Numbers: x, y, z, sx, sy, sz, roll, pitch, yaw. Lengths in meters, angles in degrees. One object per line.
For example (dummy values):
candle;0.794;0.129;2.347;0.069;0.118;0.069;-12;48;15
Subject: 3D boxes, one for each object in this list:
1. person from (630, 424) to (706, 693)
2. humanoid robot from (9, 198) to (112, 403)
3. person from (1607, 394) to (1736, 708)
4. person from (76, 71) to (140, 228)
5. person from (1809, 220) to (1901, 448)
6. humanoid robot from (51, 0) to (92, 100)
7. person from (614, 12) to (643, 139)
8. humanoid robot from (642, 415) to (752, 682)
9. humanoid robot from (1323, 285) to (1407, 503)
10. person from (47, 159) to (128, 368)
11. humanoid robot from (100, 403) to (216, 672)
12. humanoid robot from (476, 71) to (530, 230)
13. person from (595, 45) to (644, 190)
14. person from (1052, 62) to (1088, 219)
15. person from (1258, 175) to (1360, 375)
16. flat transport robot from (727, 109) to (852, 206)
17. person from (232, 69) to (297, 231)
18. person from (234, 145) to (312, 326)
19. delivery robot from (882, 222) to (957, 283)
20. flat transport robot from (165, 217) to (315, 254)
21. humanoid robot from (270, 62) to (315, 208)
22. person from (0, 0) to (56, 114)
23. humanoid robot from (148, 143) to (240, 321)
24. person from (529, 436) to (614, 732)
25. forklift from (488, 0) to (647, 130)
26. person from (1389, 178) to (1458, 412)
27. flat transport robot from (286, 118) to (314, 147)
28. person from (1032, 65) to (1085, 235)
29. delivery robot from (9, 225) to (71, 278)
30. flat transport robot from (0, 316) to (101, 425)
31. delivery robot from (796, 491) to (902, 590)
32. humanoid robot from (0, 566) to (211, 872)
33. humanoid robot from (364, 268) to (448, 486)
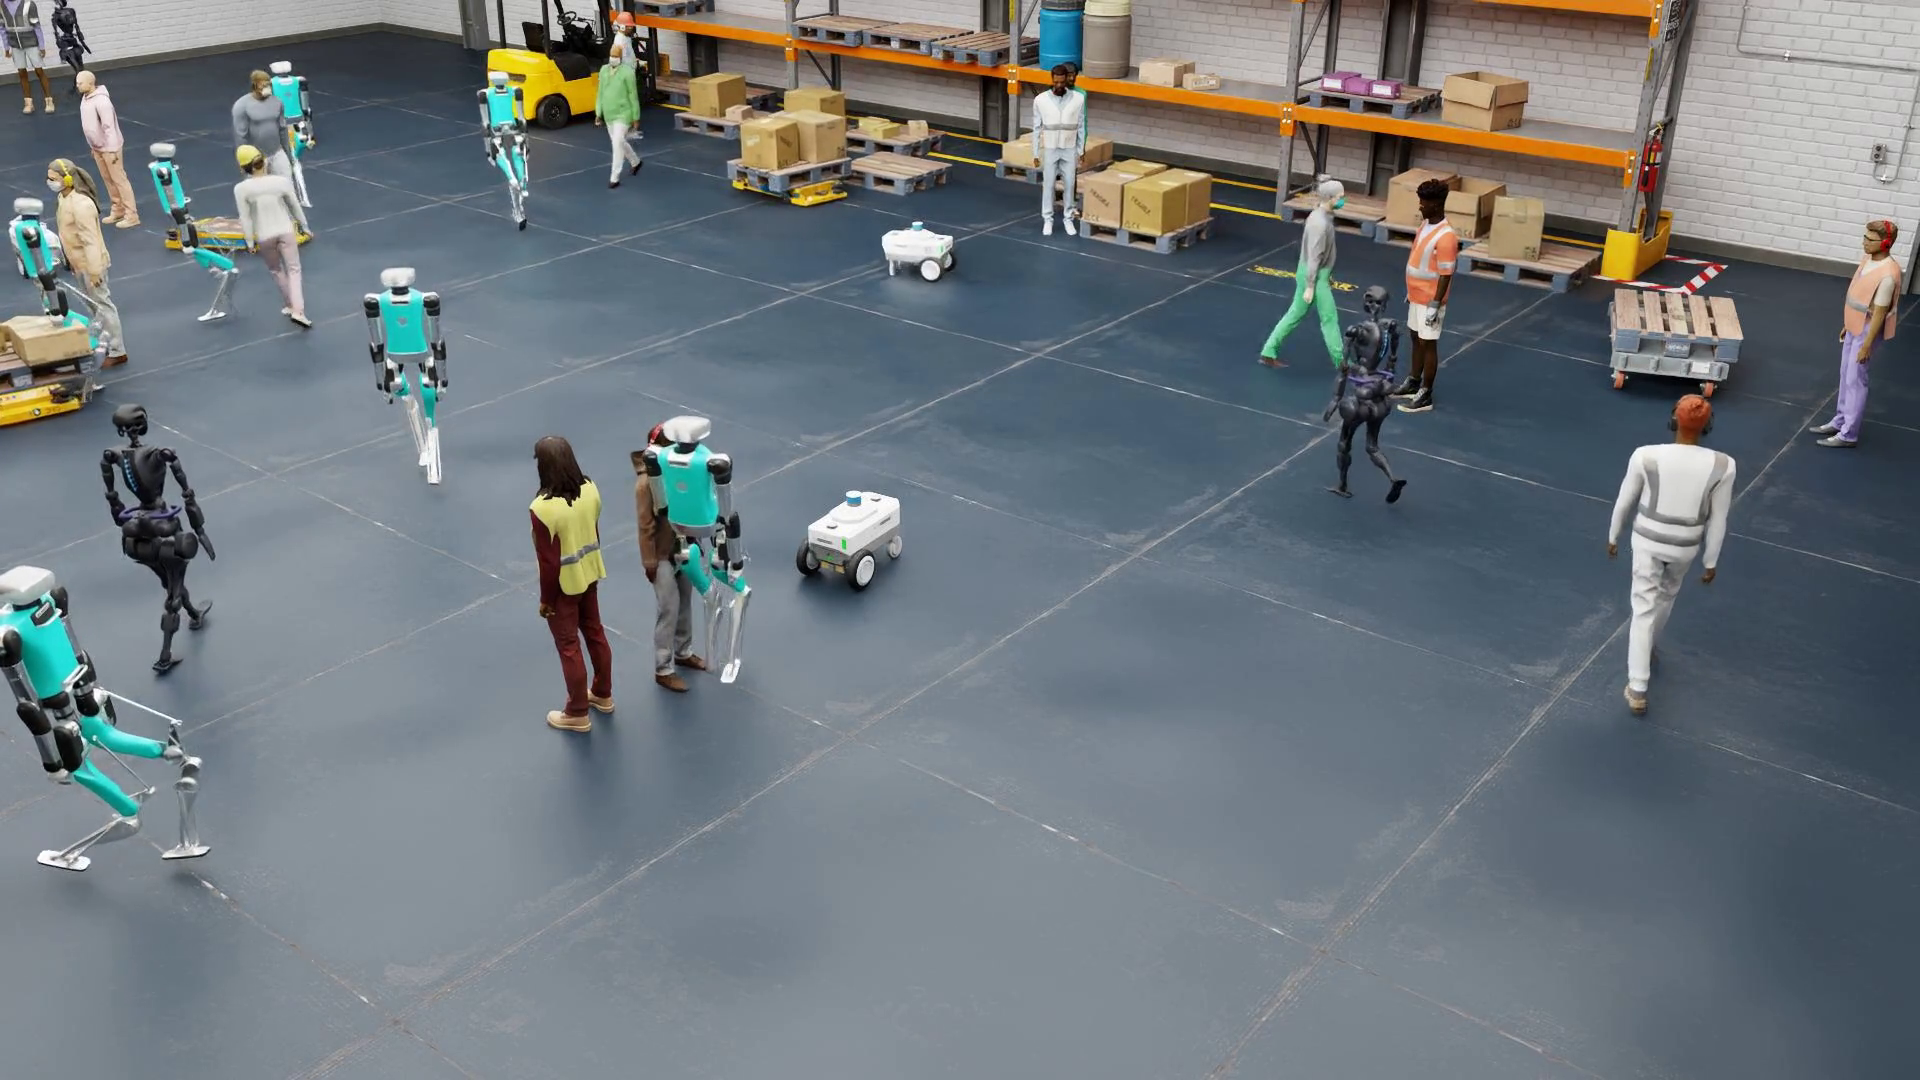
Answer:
person;-1.712;0.077;9.831;0.378;1.646;0.470;13;29;24
humanoid robot;-7.500;-2.026;14.103;0.683;1.820;0.546;-17;31;-31
person;4.115;0.021;9.731;0.593;1.832;0.978;7;27;14
person;-9.840;-4.515;19.192;0.526;1.775;0.408;19;31;33
person;7.133;-1.616;13.117;0.387;1.839;0.559;6;26;12
humanoid robot;-13.767;-7.650;25.796;0.330;1.650;0.612;5;26;11
person;-4.673;-6.538;23.421;0.351;1.737;0.572;-4;26;-9
humanoid robot;-1.455;0.071;9.820;0.533;1.857;0.701;8;27;16
humanoid robot;2.998;-1.030;12.110;0.585;1.637;0.637;-15;29;-28
person;-7.787;-2.480;14.873;0.397;1.871;0.559;-22;33;-38
humanoid robot;-4.872;-0.065;10.141;0.601;1.619;0.818;3;26;6
humanoid robot;-5.123;-4.420;19.100;0.538;1.779;1.009;-14;29;-26
person;-4.297;-5.383;21.039;0.560;1.748;0.860;14;29;26
person;1.234;-4.652;19.411;0.513;1.837;0.405;-4;26;-7
person;3.155;-2.331;14.649;0.972;1.798;0.527;4;26;8
flat transport robot;-2.123;-4.418;20.720;1.431;0.231;0.659;23;34;39
person;-7.829;-4.311;18.656;0.631;1.903;0.688;15;30;29
person;-6.534;-2.906;15.916;0.604;1.721;0.702;-11;28;-22
delivery robot;-0.410;-3.041;17.561;0.784;0.613;0.520;8;27;17
flat transport robot;-8.074;-3.416;18.645;1.431;0.231;0.659;4;26;8
humanoid robot;-8.023;-4.835;19.858;0.539;1.765;0.677;-17;31;-32
person;-14.038;-7.420;24.919;0.601;2.034;0.413;-3;26;-6
humanoid robot;-7.208;-2.871;15.951;0.759;1.908;0.560;-12;28;-24
person;-2.177;0.248;9.332;0.371;1.768;0.476;13;29;24
forklift;-5.874;-7.334;24.552;1.214;2.155;2.313;19;32;34
person;3.873;-2.037;13.848;0.375;1.958;0.603;-2;26;-4
flat transport robot;-9.560;-5.759;23.498;0.659;0.231;1.431;-12;28;-23
person;1.114;-4.415;18.837;0.596;1.908;0.411;-3;26;-6
delivery robot;-9.837;-3.128;17.726;0.499;0.601;0.803;-21;33;-36
flat transport robot;-8.147;-1.323;14.311;0.659;0.231;1.431;-20;32;-36
delivery robot;-0.733;-0.021;11.308;0.499;0.614;0.791;15;30;28
humanoid robot;-4.077;0.930;7.987;1.042;1.734;0.545;0;26;1
humanoid robot;-4.087;-1.247;12.460;0.548;1.730;0.984;-6;26;-11
